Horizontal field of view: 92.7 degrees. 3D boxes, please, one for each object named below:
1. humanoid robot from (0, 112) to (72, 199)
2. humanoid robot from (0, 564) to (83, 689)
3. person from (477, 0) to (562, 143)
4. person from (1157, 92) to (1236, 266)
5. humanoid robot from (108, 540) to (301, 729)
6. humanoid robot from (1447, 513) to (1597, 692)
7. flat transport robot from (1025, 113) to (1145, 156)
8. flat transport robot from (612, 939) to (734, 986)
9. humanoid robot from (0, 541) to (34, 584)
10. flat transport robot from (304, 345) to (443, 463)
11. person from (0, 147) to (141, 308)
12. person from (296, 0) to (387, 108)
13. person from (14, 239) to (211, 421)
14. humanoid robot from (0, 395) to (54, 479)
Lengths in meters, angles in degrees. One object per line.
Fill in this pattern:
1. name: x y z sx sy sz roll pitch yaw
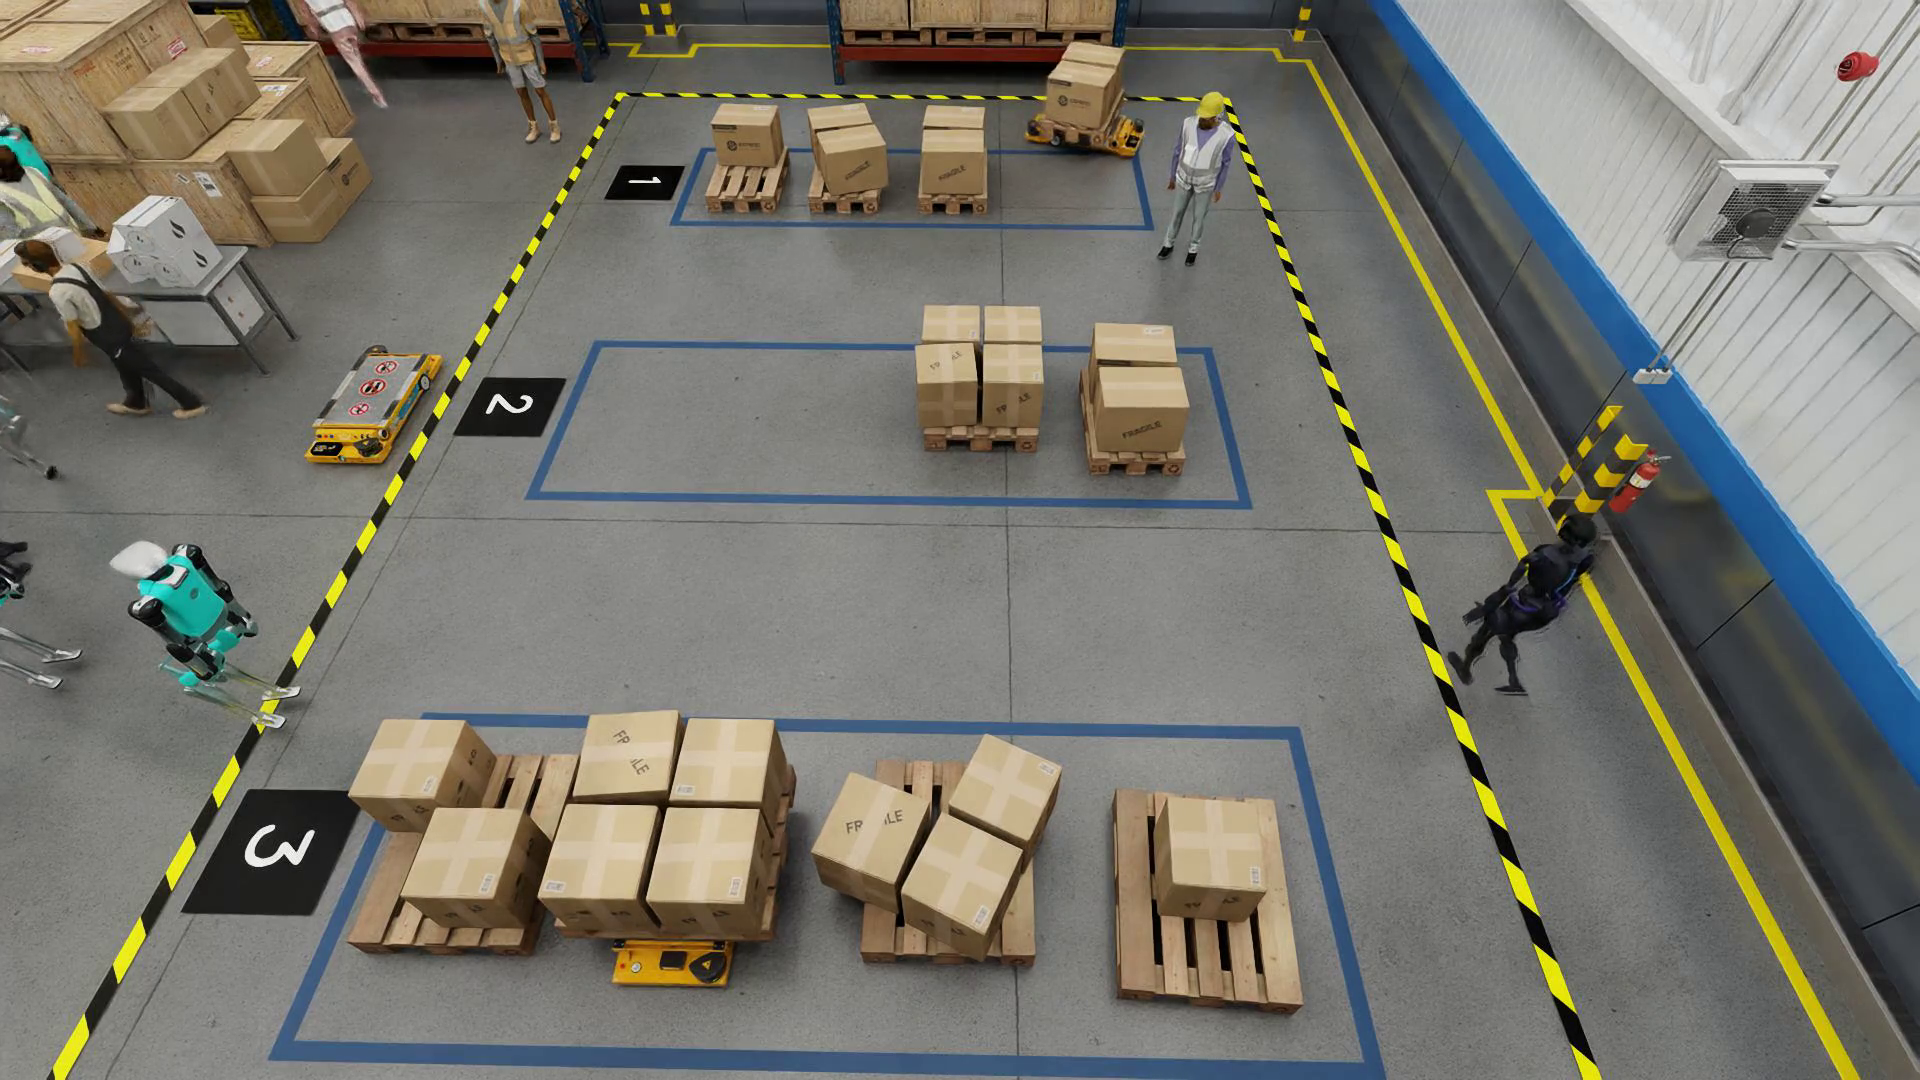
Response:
1. humanoid robot: -9.390 -3.365 9.304 0.776 1.851 0.541 -8 50 -7
2. humanoid robot: -6.615 0.381 5.995 0.735 1.677 0.533 1 50 1
3. person: -5.385 -5.873 11.177 0.612 2.039 0.385 1 50 1
4. person: 2.445 -3.720 9.494 0.587 1.825 0.404 22 53 17
5. humanoid robot: -4.869 0.622 5.794 0.735 1.673 0.533 1 50 1
6. humanoid robot: 3.722 0.496 6.032 0.610 1.644 0.462 -8 50 -6
7. flat transport robot: 1.619 -5.305 11.838 1.431 0.197 0.652 14 51 12
8. flat transport robot: -1.659 1.971 5.681 0.652 0.197 1.431 1 50 1
9. humanoid robot: -7.549 -0.256 6.663 0.586 1.646 0.391 34 58 25
10. flat transport robot: -5.383 -1.269 8.441 0.659 0.231 1.431 1 50 1
11. person: -8.545 -2.888 8.805 0.950 1.791 0.639 2 50 1
12. person: -8.146 -6.683 11.974 0.940 1.865 0.614 29 56 22
13. person: -7.353 -1.703 7.794 0.833 1.815 0.515 -14 51 -11
14. humanoid robot: -8.180 -1.166 7.441 0.846 1.865 0.532 14 51 12
